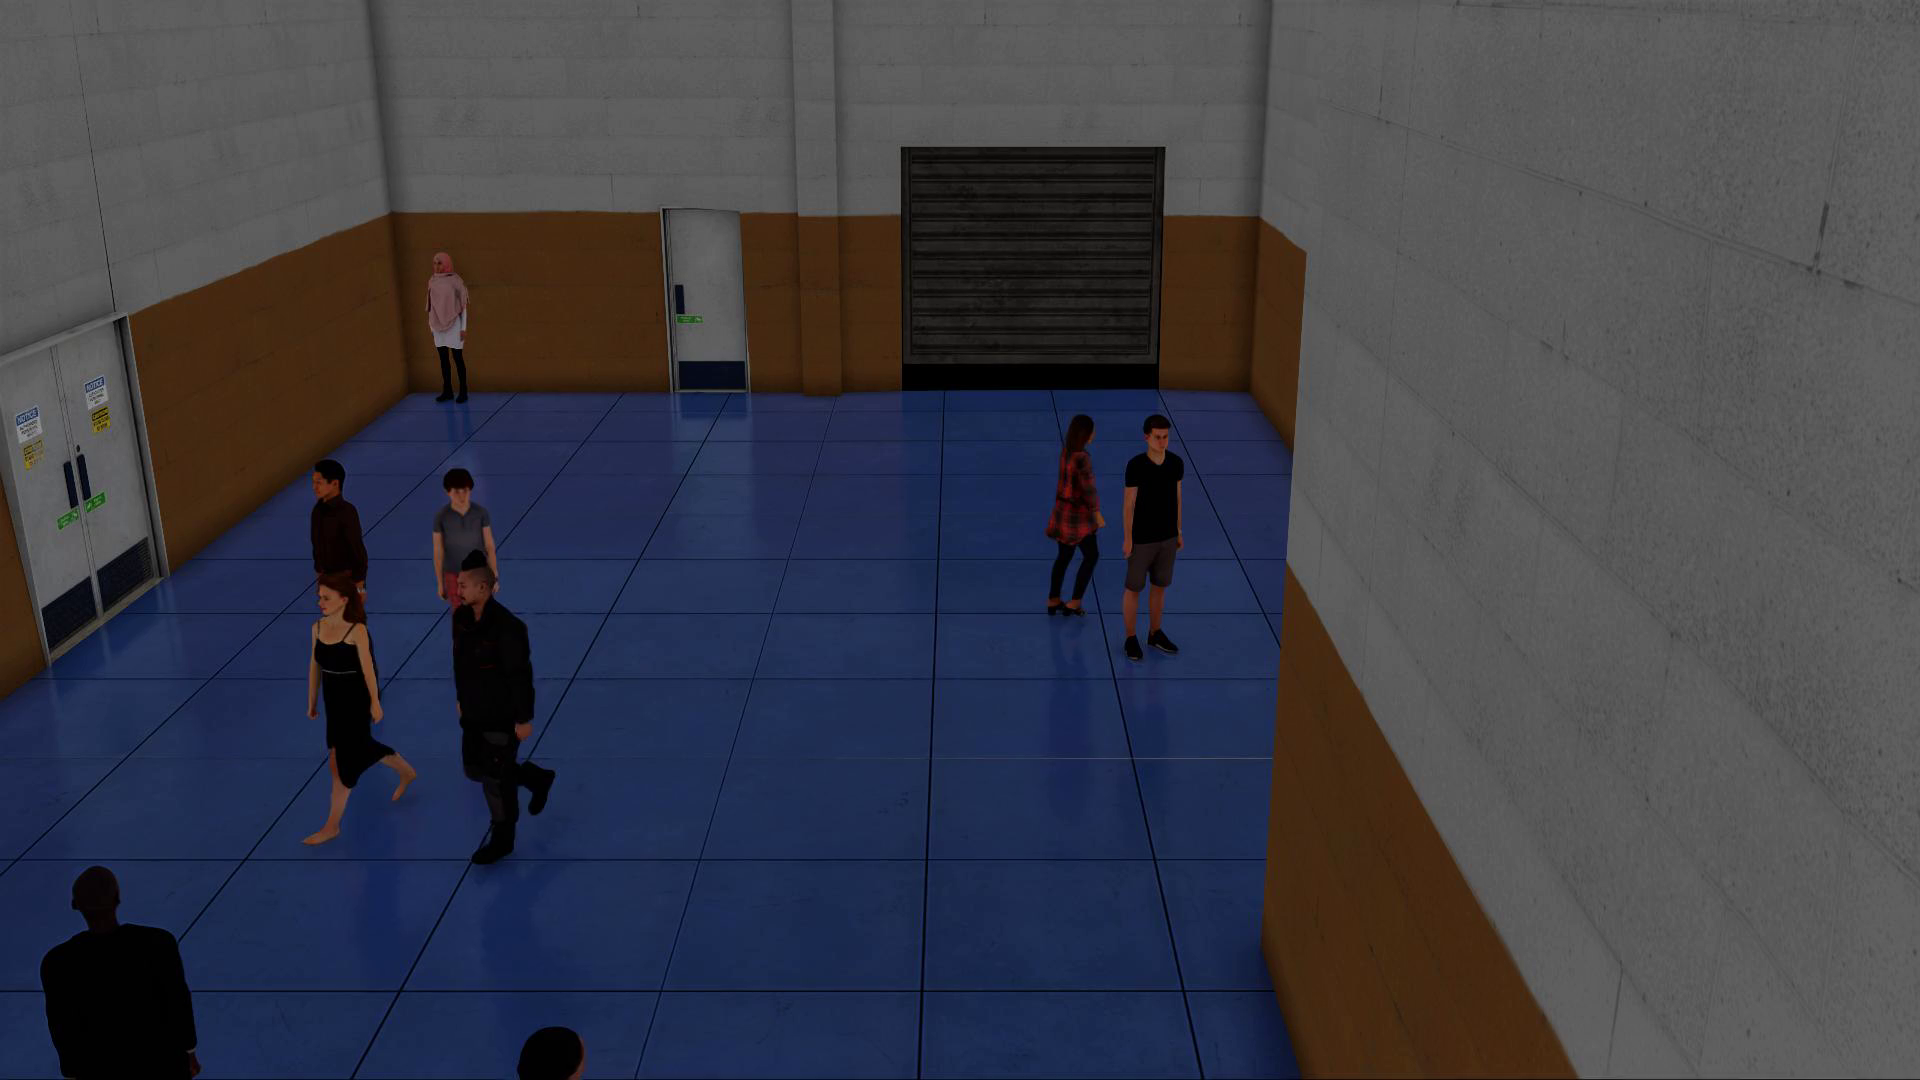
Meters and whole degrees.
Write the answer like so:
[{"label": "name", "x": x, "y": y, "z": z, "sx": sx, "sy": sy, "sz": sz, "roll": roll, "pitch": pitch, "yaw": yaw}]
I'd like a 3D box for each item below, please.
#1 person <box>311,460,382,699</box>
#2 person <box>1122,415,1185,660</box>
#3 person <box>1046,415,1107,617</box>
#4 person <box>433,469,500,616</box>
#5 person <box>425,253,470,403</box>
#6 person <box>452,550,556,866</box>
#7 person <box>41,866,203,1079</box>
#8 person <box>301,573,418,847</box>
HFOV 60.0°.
[{"label": "person", "x": -4.309, "y": 0.292, "z": 11.635, "sx": 0.668, "sy": 1.780, "sz": 0.781, "roll": 13, "pitch": 22, "yaw": 33}, {"label": "person", "x": 1.445, "y": -0.049, "z": 12.518, "sx": 0.674, "sy": 1.861, "sz": 0.812, "roll": -8, "pitch": 20, "yaw": -22}, {"label": "person", "x": 0.874, "y": -0.146, "z": 13.078, "sx": 0.752, "sy": 1.687, "sz": 0.718, "roll": -11, "pitch": 21, "yaw": -29}, {"label": "person", "x": -3.534, "y": 0.264, "z": 11.925, "sx": 0.985, "sy": 1.635, "sz": 0.853, "roll": -7, "pitch": 20, "yaw": -19}, {"label": "person", "x": -6.171, "y": -2.562, "z": 20.062, "sx": 0.604, "sy": 1.803, "sz": 0.749, "roll": 4, "pitch": 19, "yaw": 13}, {"label": "person", "x": -2.631, "y": 0.927, "z": 9.621, "sx": 1.069, "sy": 1.839, "sz": 1.114, "roll": 14, "pitch": 23, "yaw": 35}, {"label": "person", "x": -3.209, "y": 2.054, "z": 6.439, "sx": 0.639, "sy": 1.761, "sz": 0.780, "roll": -8, "pitch": 20, "yaw": -23}, {"label": "person", "x": -3.581, "y": 0.958, "z": 9.967, "sx": 1.137, "sy": 1.583, "sz": 1.001, "roll": 10, "pitch": 21, "yaw": 27}]
